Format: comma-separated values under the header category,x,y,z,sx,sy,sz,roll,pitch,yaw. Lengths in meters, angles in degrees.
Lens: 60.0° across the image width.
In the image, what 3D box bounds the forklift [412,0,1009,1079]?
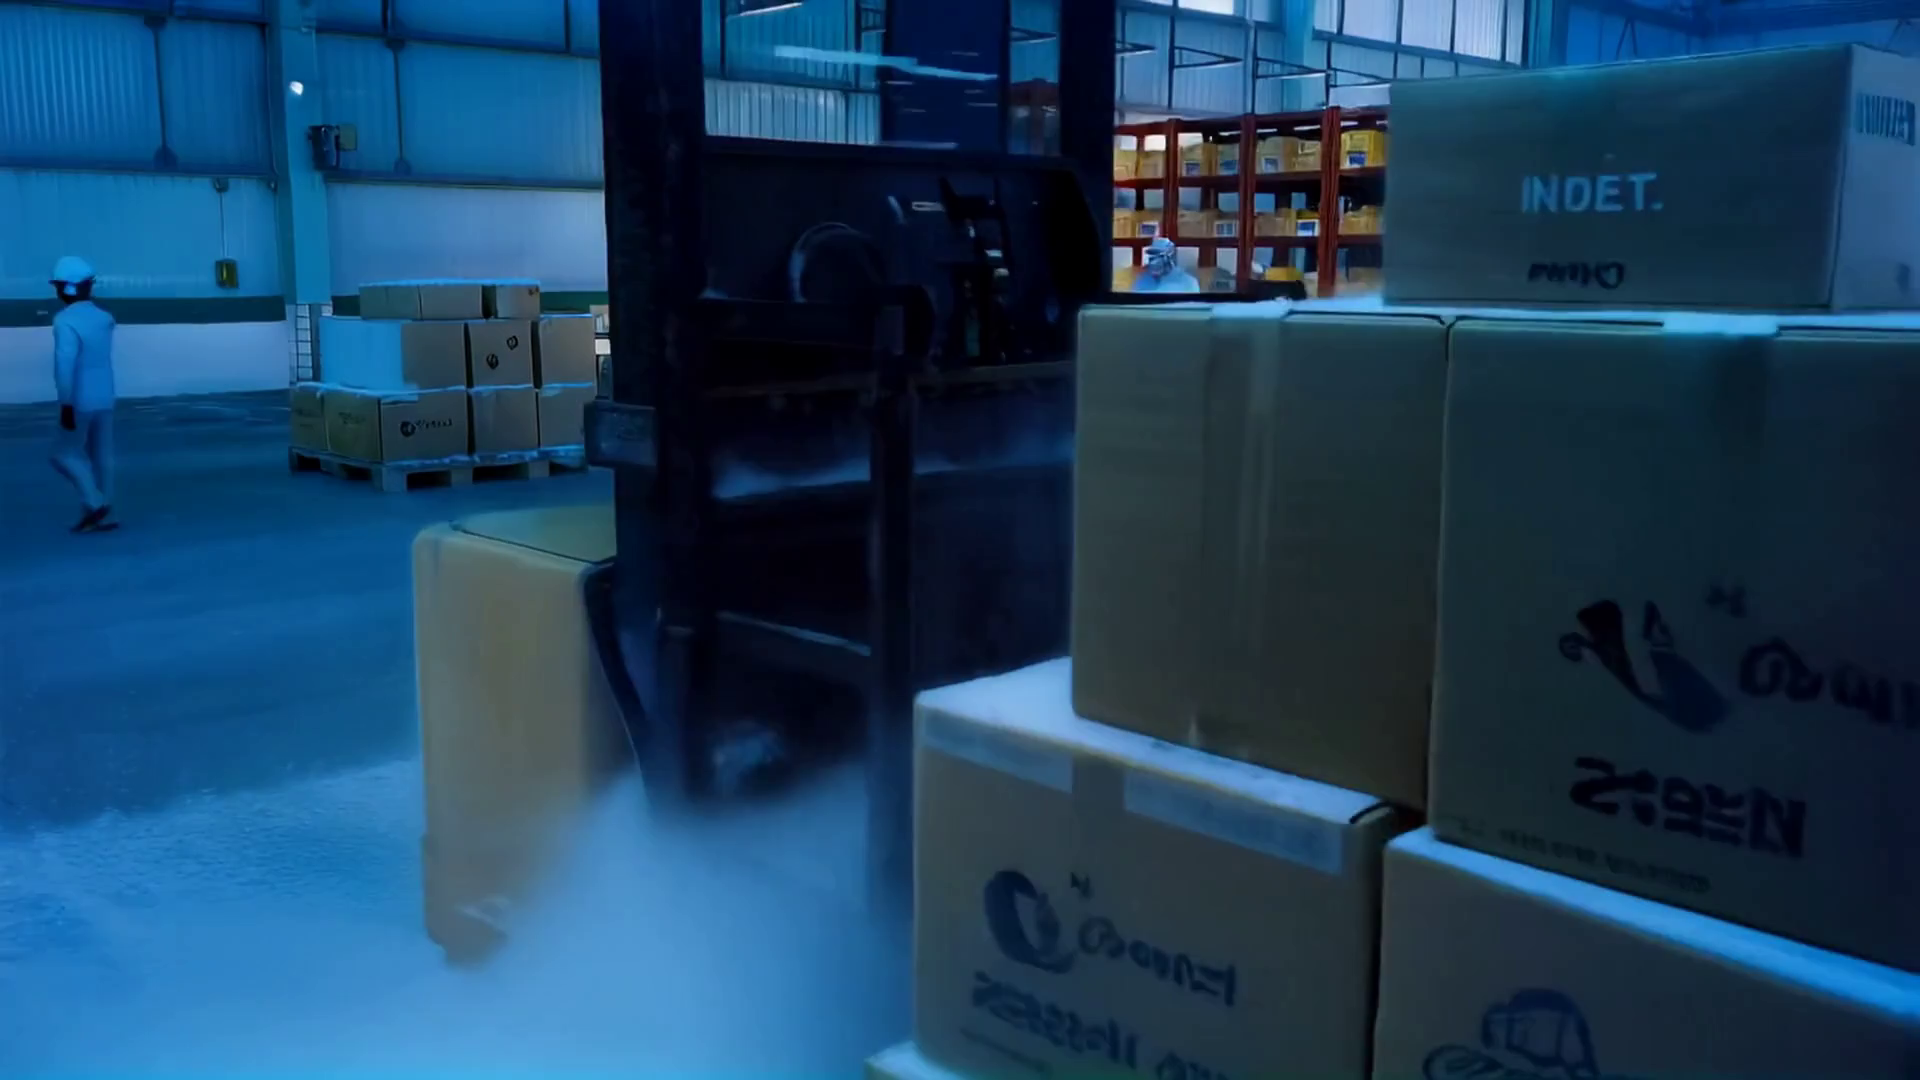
category,x,y,z,sx,sy,sz,roll,pitch,yaw
forklift,-0.320,-0.322,3.546,1.129,2.768,1.873,-9,13,-43

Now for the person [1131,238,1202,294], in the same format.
category,x,y,z,sx,sy,sz,roll,pitch,yaw
person,1.653,-1.529,13.740,0.643,1.905,0.400,6,11,32

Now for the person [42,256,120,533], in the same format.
category,x,y,z,sx,sy,sz,roll,pitch,yaw
person,-5.480,-0.887,10.370,0.390,1.735,0.587,1,9,3
